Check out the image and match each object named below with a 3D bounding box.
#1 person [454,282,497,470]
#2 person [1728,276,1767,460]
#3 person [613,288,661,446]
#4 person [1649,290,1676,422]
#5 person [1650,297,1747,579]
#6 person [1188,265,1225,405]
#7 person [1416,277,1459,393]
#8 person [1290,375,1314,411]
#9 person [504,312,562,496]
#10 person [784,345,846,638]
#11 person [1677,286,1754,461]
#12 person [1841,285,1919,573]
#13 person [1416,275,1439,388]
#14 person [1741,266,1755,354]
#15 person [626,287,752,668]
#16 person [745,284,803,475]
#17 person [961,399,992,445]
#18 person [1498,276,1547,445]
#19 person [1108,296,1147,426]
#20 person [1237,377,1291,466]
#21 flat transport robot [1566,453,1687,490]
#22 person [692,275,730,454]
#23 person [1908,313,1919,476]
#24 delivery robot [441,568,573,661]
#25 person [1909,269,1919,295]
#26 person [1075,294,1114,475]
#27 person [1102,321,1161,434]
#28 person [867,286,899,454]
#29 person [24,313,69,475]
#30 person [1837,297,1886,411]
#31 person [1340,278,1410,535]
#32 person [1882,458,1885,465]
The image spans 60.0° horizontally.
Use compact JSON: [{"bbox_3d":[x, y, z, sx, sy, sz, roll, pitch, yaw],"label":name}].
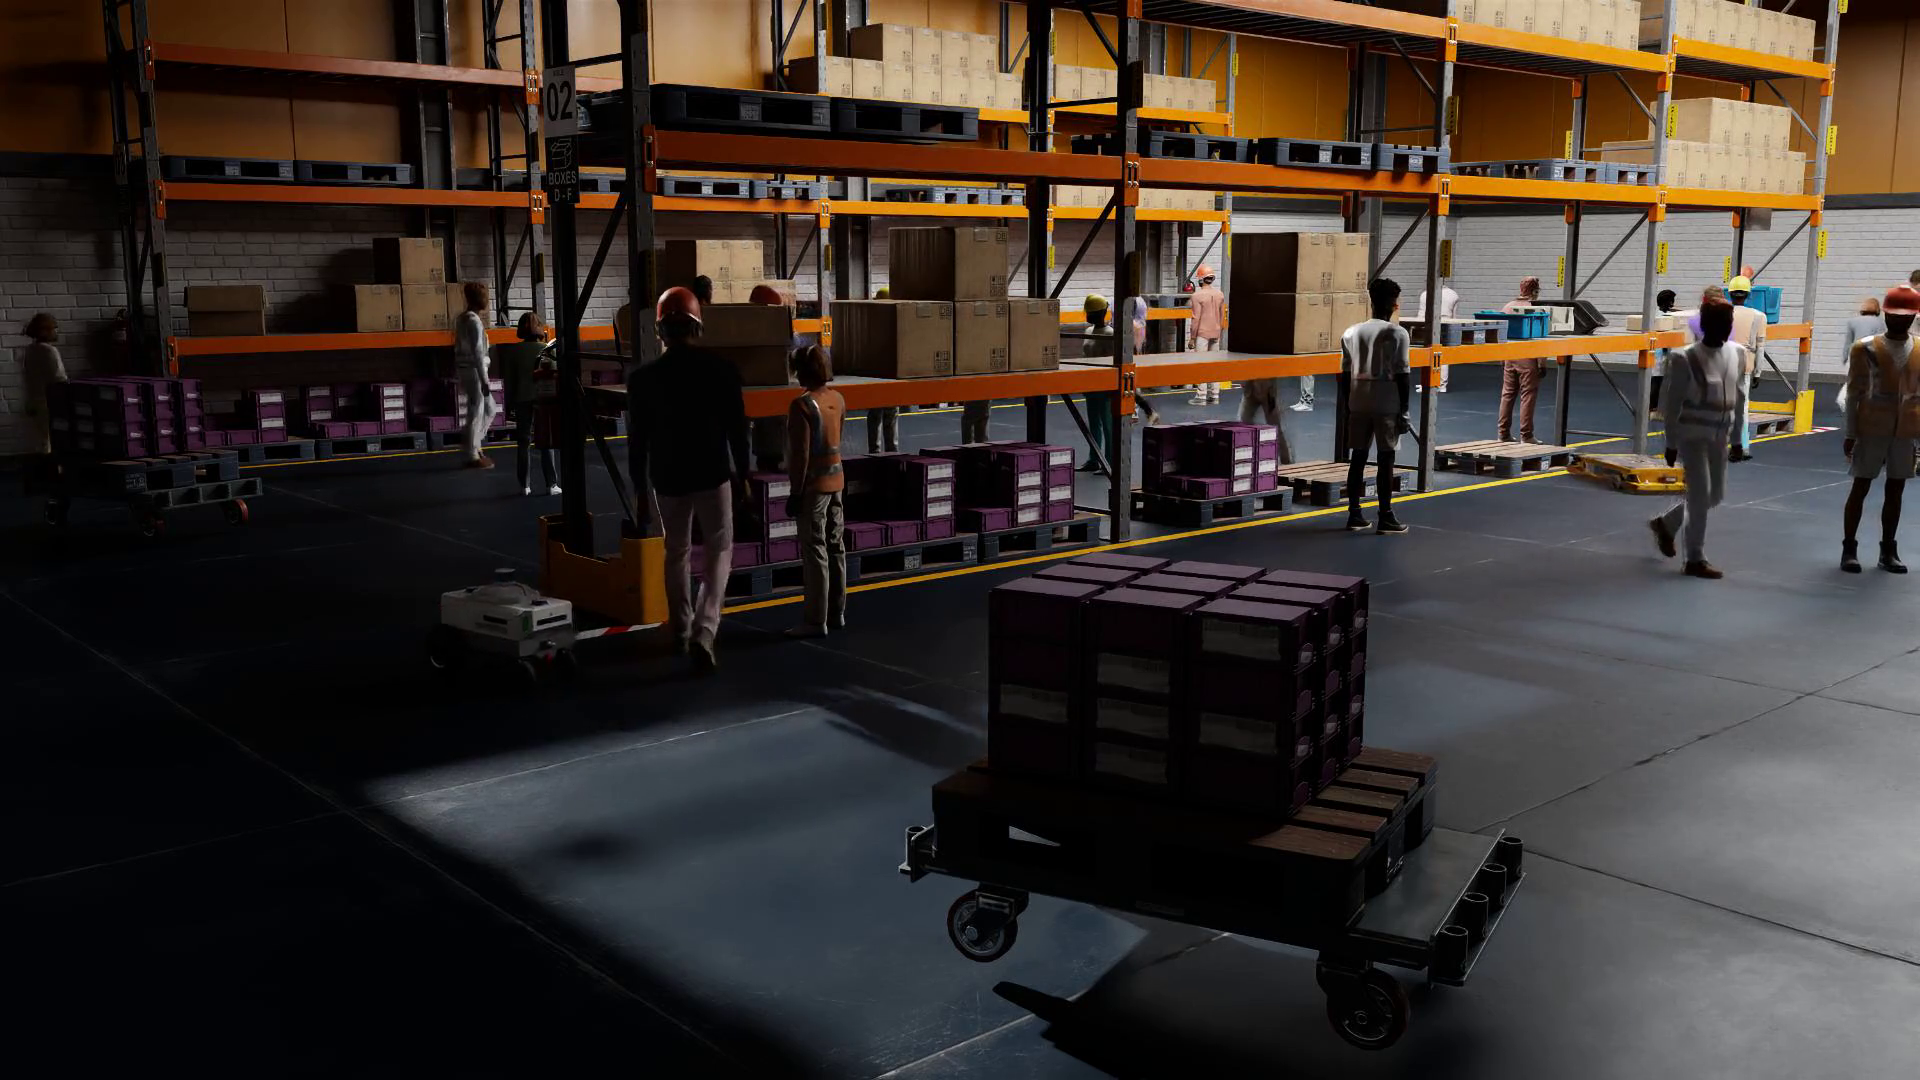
[{"bbox_3d":[-4.792,-1.626,16.556,0.467,1.866,0.618,-5,11,-26],"label":"person"},{"bbox_3d":[8.061,-1.785,17.357,0.584,1.920,0.392,3,10,15],"label":"person"},{"bbox_3d":[-3.558,-1.953,18.567,0.626,1.842,0.429,6,12,33],"label":"person"},{"bbox_3d":[9.037,-2.382,21.499,0.322,1.693,0.535,1,10,8],"label":"person"},{"bbox_3d":[4.935,-0.700,11.170,0.584,1.862,0.705,-3,10,-20],"label":"person"},{"bbox_3d":[3.512,-2.925,23.793,0.608,1.996,0.380,-7,12,-35],"label":"person"},{"bbox_3d":[7.390,-3.222,25.839,0.646,1.897,0.398,-2,10,-12],"label":"person"},{"bbox_3d":[4.737,-2.652,22.948,0.313,1.739,0.484,1,10,5],"label":"person"},{"bbox_3d":[-3.781,-1.205,14.776,0.500,1.636,0.282,0,10,1],"label":"person"},{"bbox_3d":[-0.803,-0.270,9.305,0.307,1.638,0.511,4,11,23],"label":"person"},{"bbox_3d":[7.888,-1.720,17.286,0.796,1.815,0.535,2,10,13],"label":"person"},{"bbox_3d":[6.221,-0.733,11.139,0.549,1.933,0.373,1,10,9],"label":"person"},{"bbox_3d":[7.602,-3.380,26.846,0.535,1.864,0.312,-9,13,-42],"label":"person"},{"bbox_3d":[10.529,-2.698,22.478,0.612,1.991,0.392,1,10,3],"label":"person"},{"bbox_3d":[-1.407,-0.323,8.642,0.630,1.970,0.811,0,10,3],"label":"person"},{"bbox_3d":[-1.381,-0.942,12.410,0.477,1.918,0.551,-9,13,-42],"label":"person"},{"bbox_3d":[0.197,-1.619,16.623,0.404,1.834,0.589,-5,11,-28],"label":"person"},{"bbox_3d":[6.392,-2.022,18.818,0.398,1.899,0.638,-6,11,-30],"label":"person"},{"bbox_3d":[2.073,-2.398,20.883,0.373,1.940,0.628,-7,12,-34],"label":"person"},{"bbox_3d":[2.912,-1.392,16.015,0.884,1.588,0.519,-9,13,-42],"label":"person"},{"bbox_3d":[6.278,-0.644,15.482,0.652,0.197,1.431,-1,10,-5],"label":"flat transport robot"},{"bbox_3d":[-2.773,-1.858,17.773,0.590,1.919,0.391,7,12,34],"label":"person"},{"bbox_3d":[9.402,-1.599,16.077,0.980,1.973,0.628,-4,11,-24],"label":"person"},{"bbox_3d":[-2.276,0.386,8.352,0.707,0.478,0.477,7,12,36],"label":"delivery robot"},{"bbox_3d":[15.093,-3.328,26.361,0.666,1.922,0.546,6,11,30],"label":"person"},{"bbox_3d":[1.338,-1.511,16.217,0.337,1.759,0.524,-5,11,-27],"label":"person"},{"bbox_3d":[2.059,-2.105,19.975,0.798,1.671,0.540,-2,10,-13],"label":"person"},{"bbox_3d":[-0.738,-1.617,16.639,0.404,1.825,0.587,-8,13,-39],"label":"person"},{"bbox_3d":[-8.109,-1.215,14.893,0.505,1.615,0.499,10,14,44],"label":"person"},{"bbox_3d":[11.959,-2.432,22.123,0.735,1.594,0.510,-8,13,-40],"label":"person"},{"bbox_3d":[3.198,-1.020,12.753,0.378,1.959,0.604,-8,13,-41],"label":"person"},{"bbox_3d":[9.729,-1.674,16.828,1.007,1.888,0.563,4,10,21],"label":"person"}]
